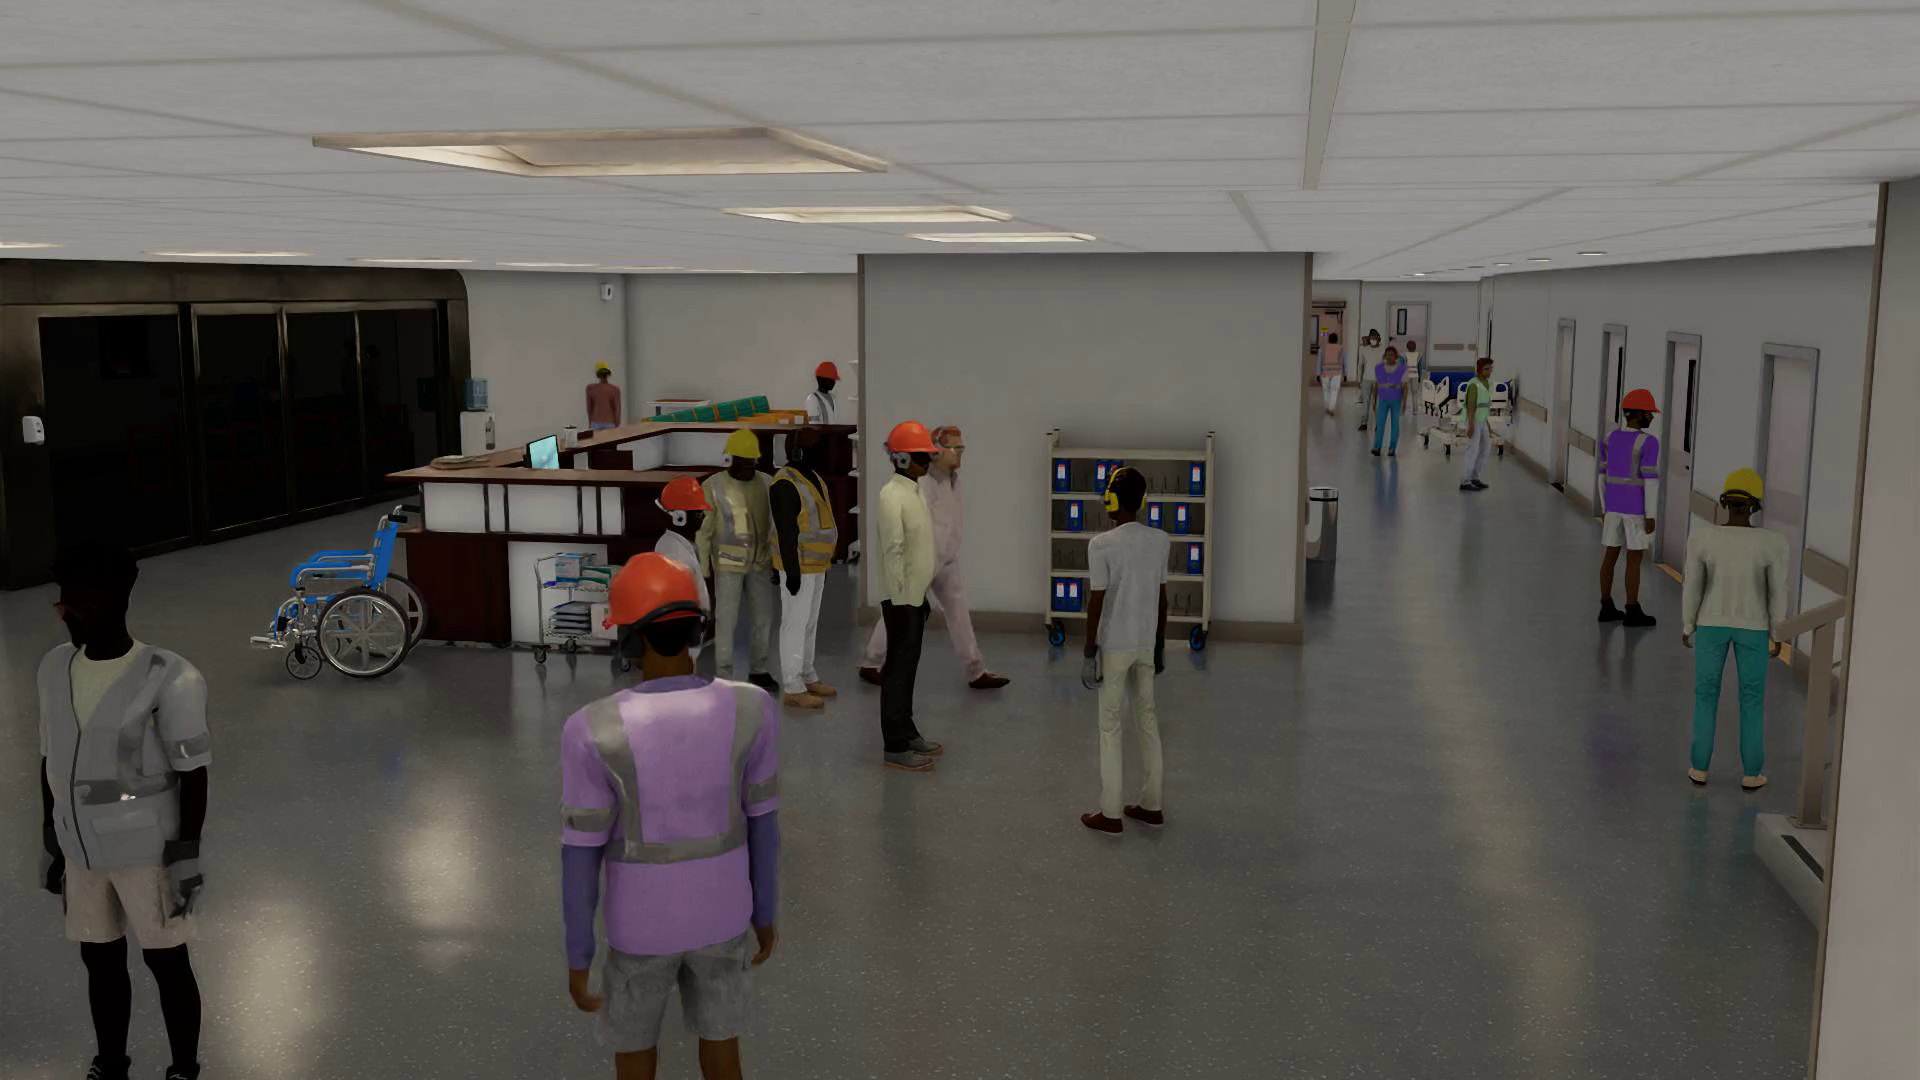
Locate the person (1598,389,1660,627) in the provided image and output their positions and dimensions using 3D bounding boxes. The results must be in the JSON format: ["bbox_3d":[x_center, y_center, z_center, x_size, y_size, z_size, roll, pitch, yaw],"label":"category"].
[{"bbox_3d":[5.472,-0.265,13.589,0.376,1.934,0.547,-4,10,-27],"label":"person"}]

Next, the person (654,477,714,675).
[{"bbox_3d":[-1.470,0.535,8.878,0.342,1.751,0.564,-2,9,-14],"label":"person"}]

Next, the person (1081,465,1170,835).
[{"bbox_3d":[0.831,0.558,8.400,0.512,1.858,0.322,-5,10,-30],"label":"person"}]

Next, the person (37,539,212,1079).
[{"bbox_3d":[-2.681,0.966,5.315,0.600,1.967,0.369,2,9,15],"label":"person"}]

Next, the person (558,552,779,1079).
[{"bbox_3d":[-0.803,1.039,4.626,0.620,2.029,0.418,-4,9,-23],"label":"person"}]

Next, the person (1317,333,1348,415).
[{"bbox_3d":[8.147,-3.629,36.387,0.645,1.791,0.986,3,9,16],"label":"person"}]

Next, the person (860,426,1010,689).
[{"bbox_3d":[-0.227,0.127,11.376,1.076,1.832,0.656,5,10,28],"label":"person"}]

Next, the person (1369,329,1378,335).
[{"bbox_3d":[10.993,-4.772,44.282,0.321,1.697,0.529,2,9,12],"label":"person"}]

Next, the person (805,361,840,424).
[{"bbox_3d":[-1.518,-1.047,18.788,0.361,1.935,0.544,3,9,19],"label":"person"}]

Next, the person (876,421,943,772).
[{"bbox_3d":[-0.300,0.312,9.560,0.376,1.996,0.612,1,9,10],"label":"person"}]

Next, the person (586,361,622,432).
[{"bbox_3d":[-5.053,-1.667,23.612,0.521,1.779,0.507,0,9,2],"label":"person"}]

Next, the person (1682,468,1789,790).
[{"bbox_3d":[4.253,0.487,9.159,0.527,1.768,0.331,5,10,29],"label":"person"}]

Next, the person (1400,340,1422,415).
[{"bbox_3d":[9.855,-3.550,36.403,0.509,1.629,0.315,0,9,-3],"label":"person"}]

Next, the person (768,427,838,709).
[{"bbox_3d":[-1.021,0.174,10.990,0.429,1.844,0.627,2,9,12],"label":"person"}]

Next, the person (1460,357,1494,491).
[{"bbox_3d":[7.056,-1.582,22.692,0.421,1.824,0.592,7,11,38],"label":"person"}]

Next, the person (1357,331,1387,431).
[{"bbox_3d":[8.037,-3.092,32.338,0.630,1.940,0.372,4,9,24],"label":"person"}]

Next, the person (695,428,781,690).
[{"bbox_3d":[-1.482,0.154,11.192,0.618,1.819,0.417,-6,11,-37],"label":"person"}]

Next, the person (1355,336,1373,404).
[{"bbox_3d":[9.745,-4.081,39.896,0.312,1.636,0.520,-7,11,-41],"label":"person"}]

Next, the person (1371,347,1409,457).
[{"bbox_3d":[6.996,-2.246,27.154,0.598,1.799,0.925,5,10,28],"label":"person"}]
